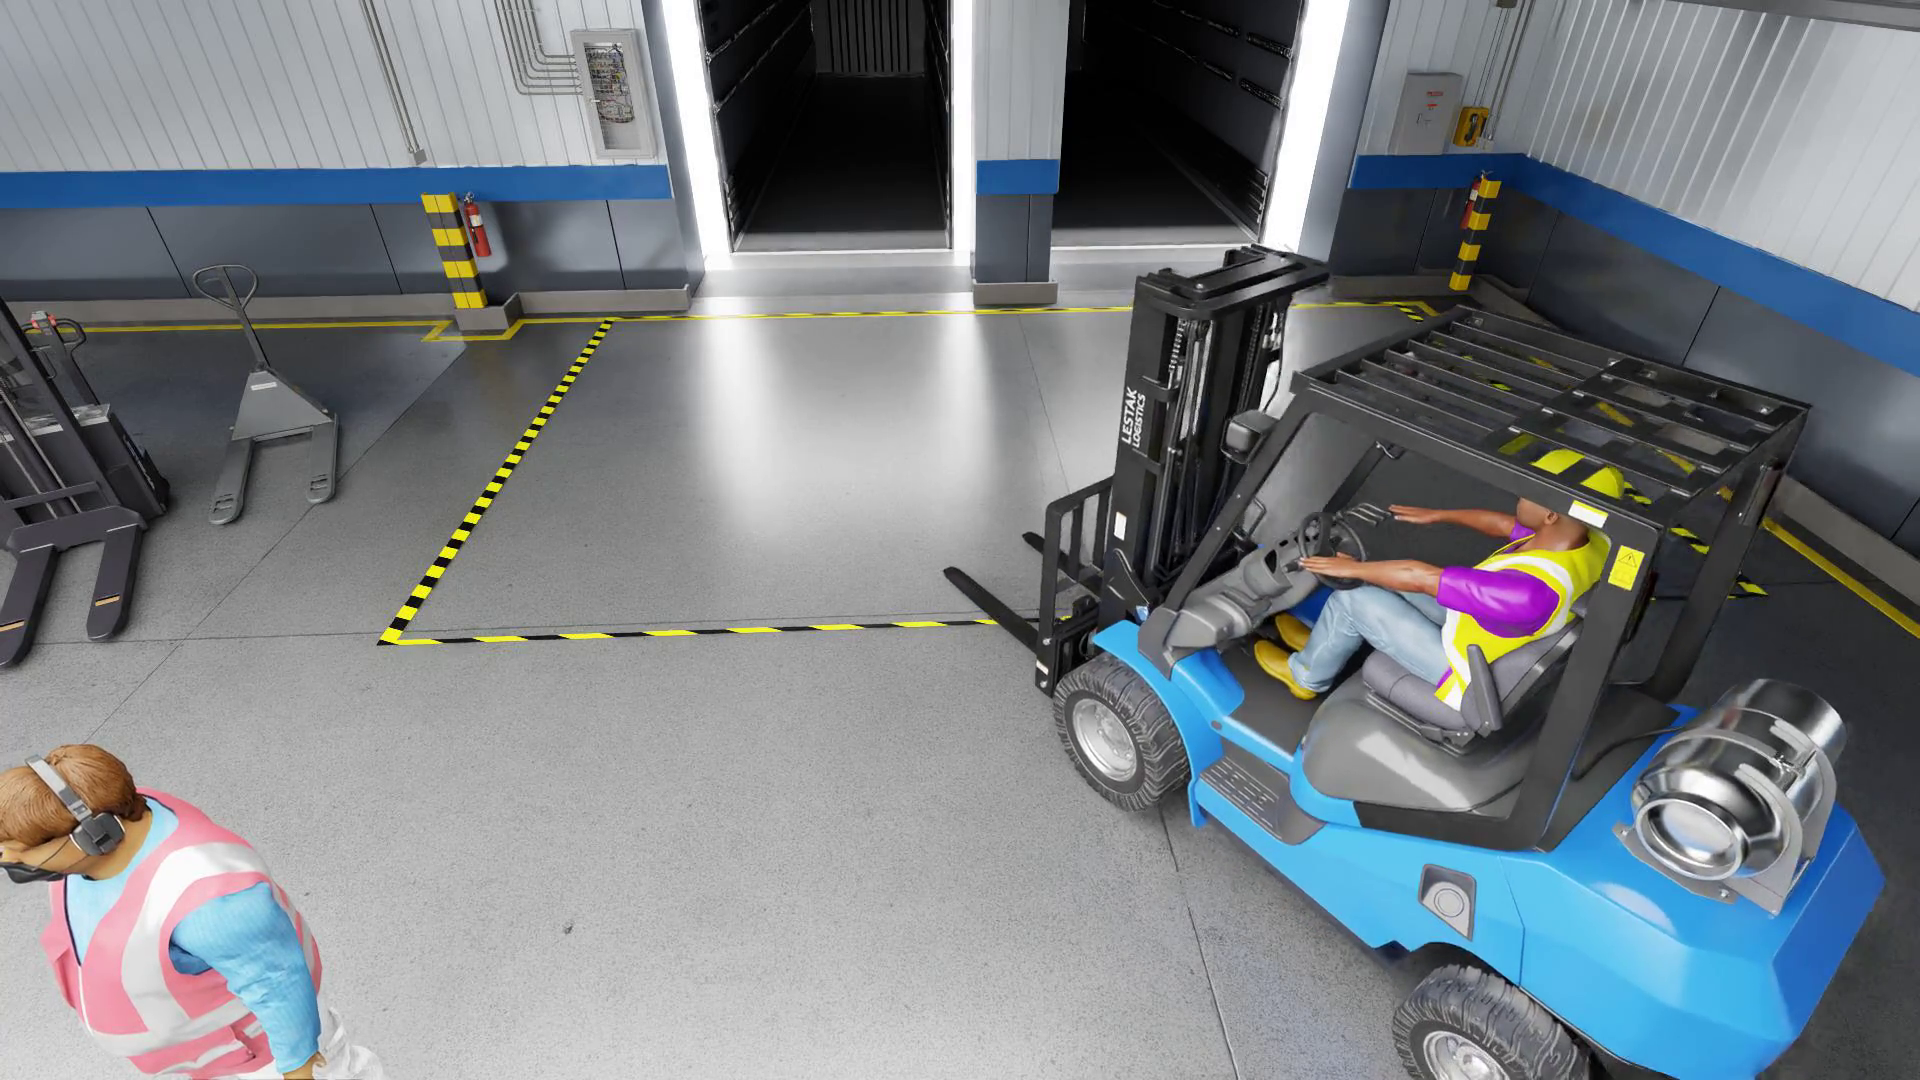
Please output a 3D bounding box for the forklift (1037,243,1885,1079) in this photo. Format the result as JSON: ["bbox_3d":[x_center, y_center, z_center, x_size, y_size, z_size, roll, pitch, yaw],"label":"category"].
[{"bbox_3d":[1.602,0.314,3.227,1.157,2.036,2.680,-23,41,-30],"label":"forklift"}]

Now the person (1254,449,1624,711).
[{"bbox_3d":[1.572,0.131,3.163,0.635,1.293,1.004,-23,41,-30],"label":"person"}]

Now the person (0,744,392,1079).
[{"bbox_3d":[-1.888,1.215,2.380,0.621,1.844,0.429,16,38,21],"label":"person"}]

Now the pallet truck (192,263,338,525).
[{"bbox_3d":[-4.778,-1.027,6.128,0.680,1.201,1.601,-17,38,-23],"label":"pallet truck"}]

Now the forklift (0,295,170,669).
[{"bbox_3d":[-5.212,-0.618,4.878,0.823,1.965,1.885,-20,39,-26],"label":"forklift"}]
